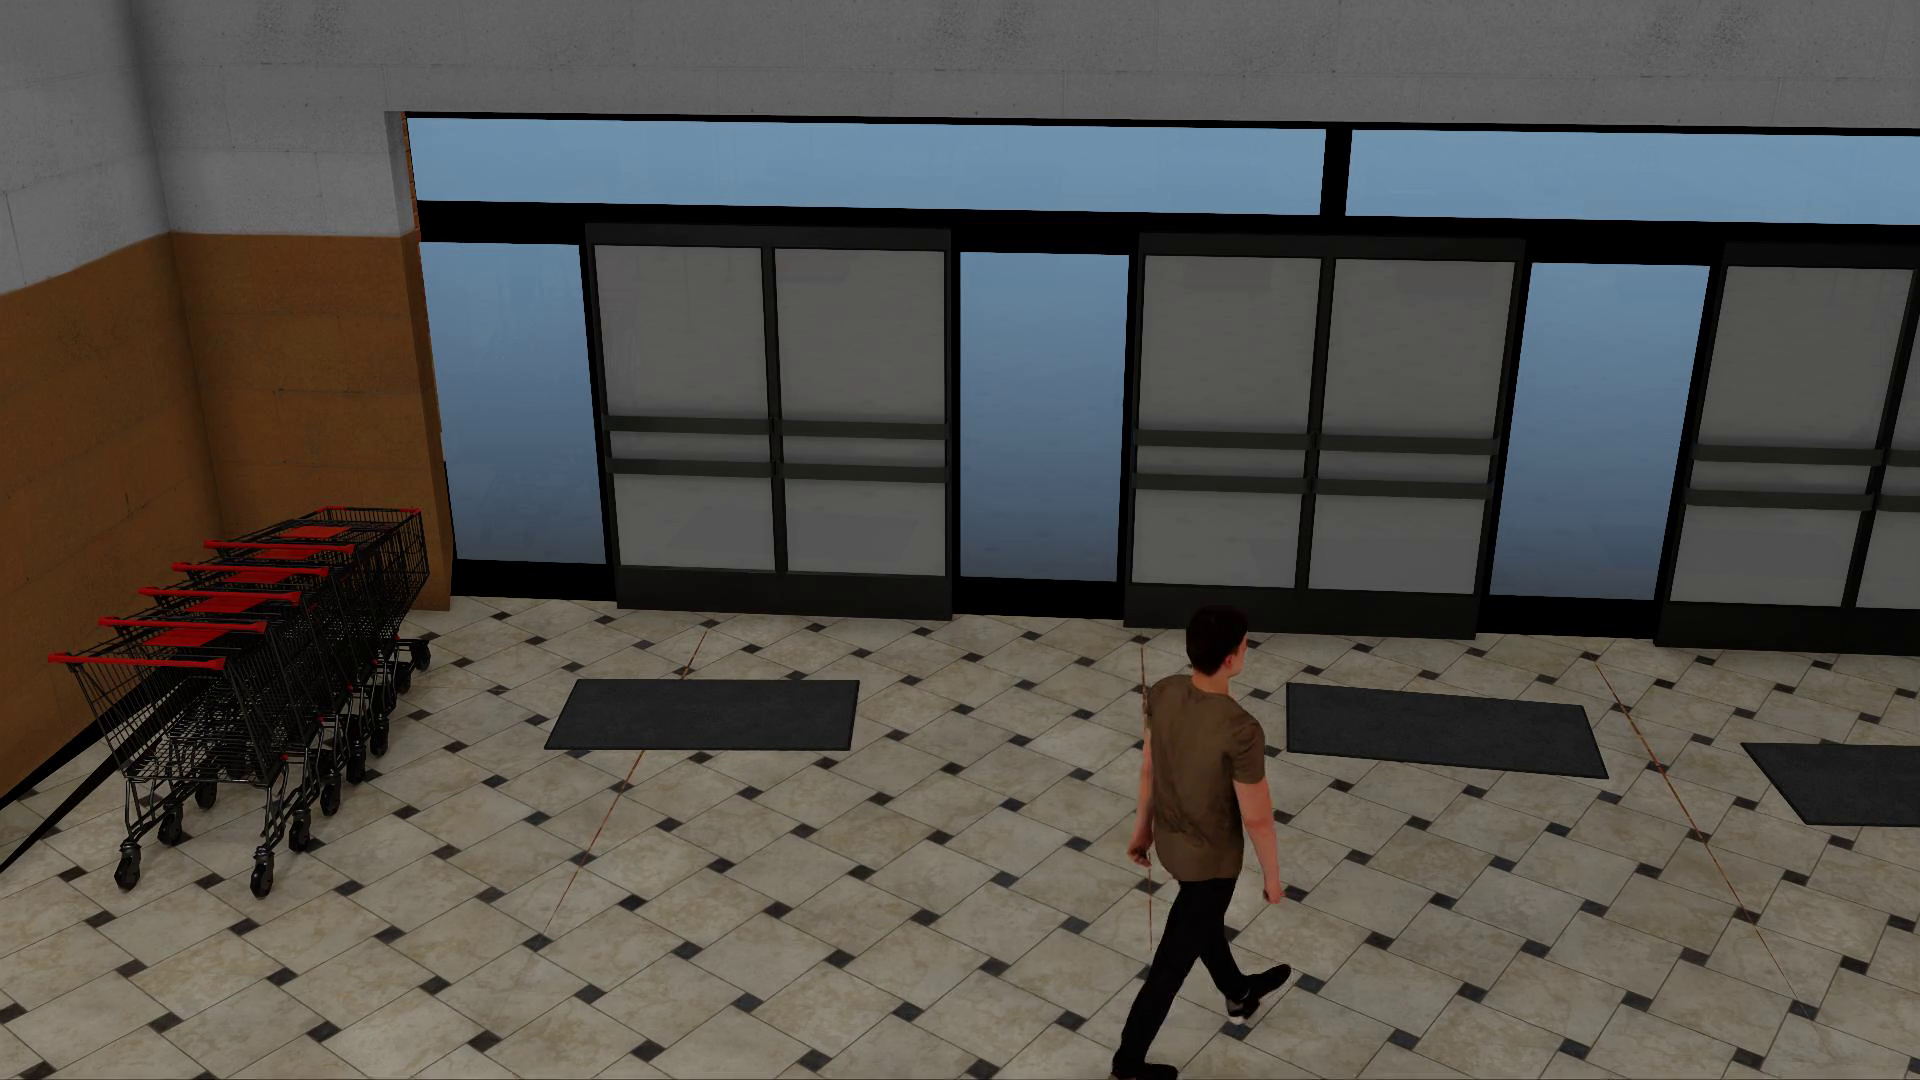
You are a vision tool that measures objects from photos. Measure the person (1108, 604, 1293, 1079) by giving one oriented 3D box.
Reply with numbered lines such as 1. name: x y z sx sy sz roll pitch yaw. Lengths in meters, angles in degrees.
1. person: 0.744 1.122 5.703 1.234 1.805 1.239 -14 26 -31
